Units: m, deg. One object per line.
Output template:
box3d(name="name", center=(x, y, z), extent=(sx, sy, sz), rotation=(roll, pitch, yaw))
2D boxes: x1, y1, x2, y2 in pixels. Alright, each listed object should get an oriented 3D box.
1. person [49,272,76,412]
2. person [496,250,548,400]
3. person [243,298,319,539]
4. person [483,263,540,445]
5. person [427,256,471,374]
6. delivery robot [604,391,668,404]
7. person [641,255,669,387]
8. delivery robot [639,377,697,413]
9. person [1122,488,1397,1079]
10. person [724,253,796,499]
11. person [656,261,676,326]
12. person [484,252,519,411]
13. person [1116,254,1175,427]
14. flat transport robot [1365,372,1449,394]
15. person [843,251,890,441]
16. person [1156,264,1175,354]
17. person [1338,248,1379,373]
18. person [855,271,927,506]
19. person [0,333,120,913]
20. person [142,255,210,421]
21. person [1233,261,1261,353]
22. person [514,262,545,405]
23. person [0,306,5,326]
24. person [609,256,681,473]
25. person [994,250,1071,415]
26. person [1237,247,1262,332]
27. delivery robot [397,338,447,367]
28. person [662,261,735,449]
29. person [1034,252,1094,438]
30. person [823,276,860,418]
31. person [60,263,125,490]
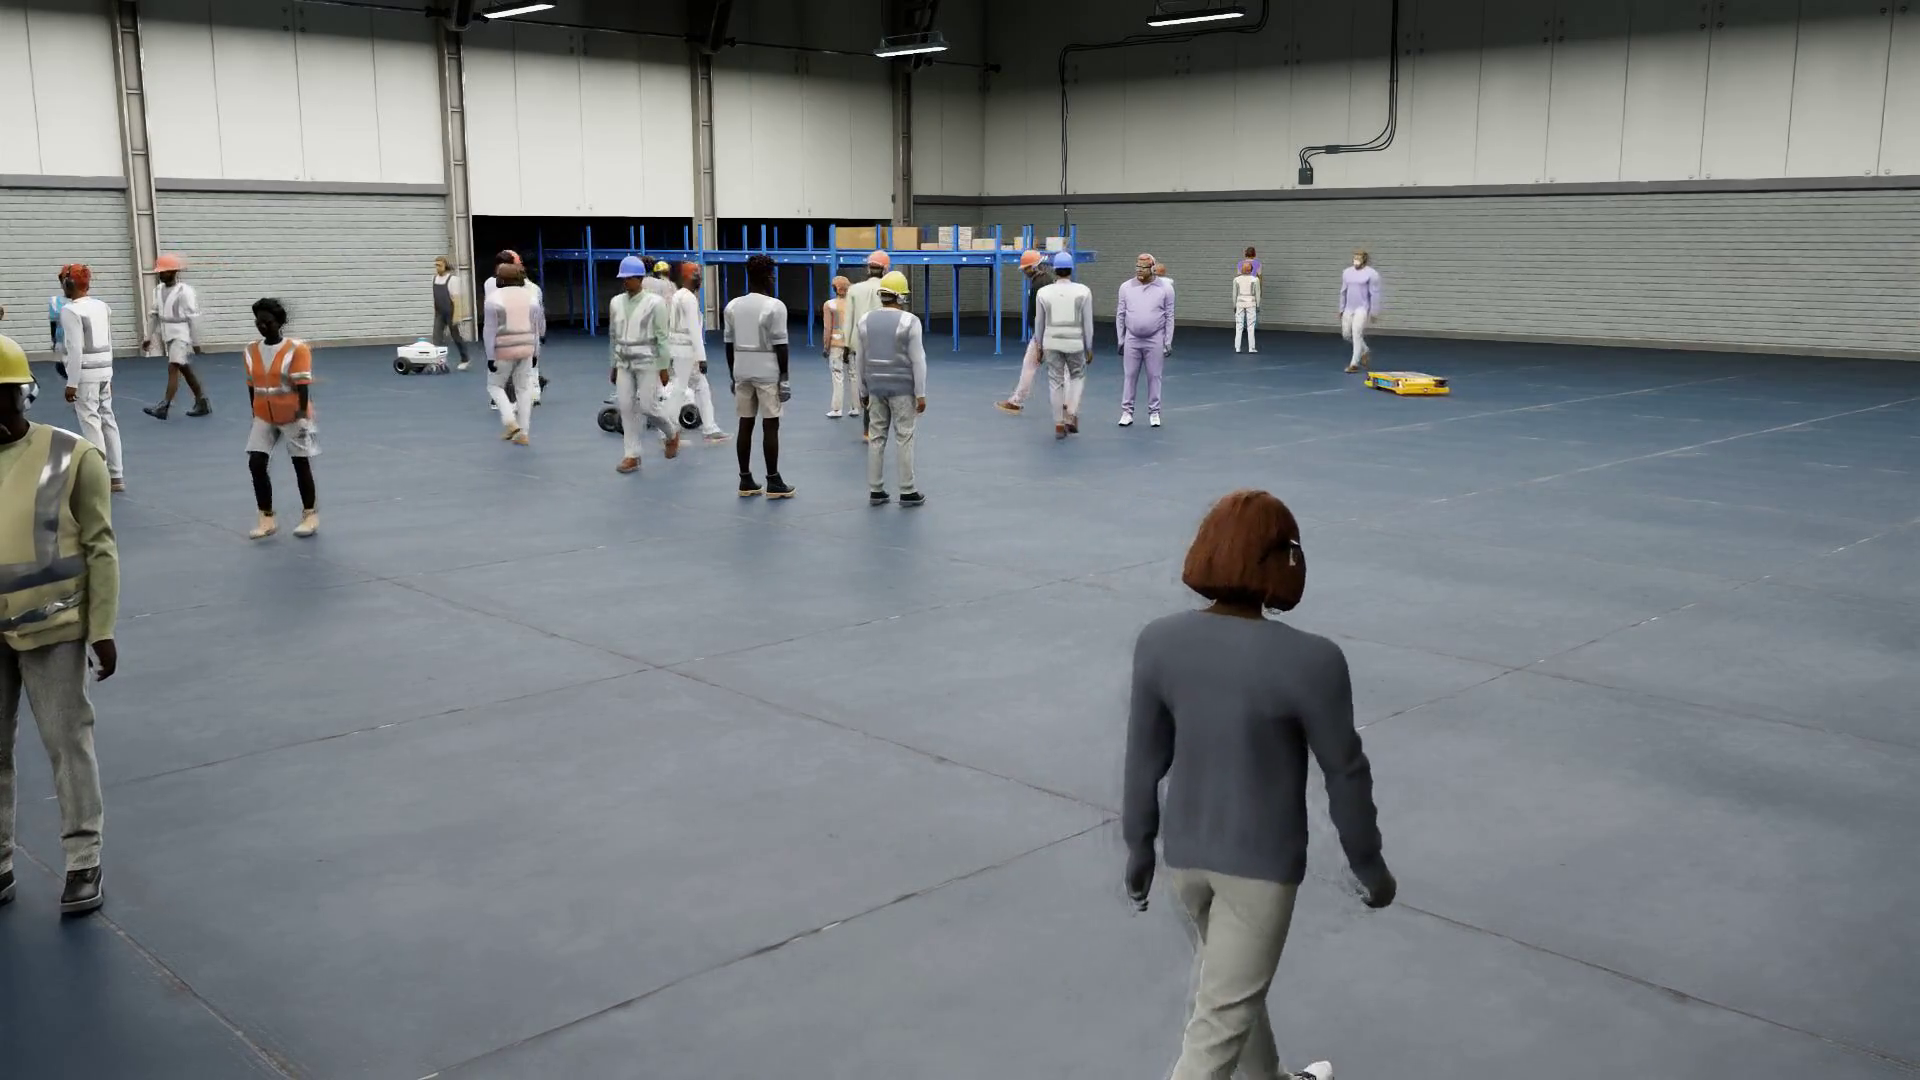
box3d(name="person", center=(-10.668, -2.397, 20.043), extent=(0.552, 1.683, 0.415), rotation=(-1, 10, -3))
box3d(name="person", center=(-5.641, -2.728, 21.211), extent=(0.523, 1.927, 0.560), rotation=(2, 11, 8))
box3d(name="person", center=(-4.752, -0.830, 11.553), extent=(0.548, 1.676, 0.661), rotation=(1, 10, 8))
box3d(name="person", center=(-4.536, -1.879, 16.852), extent=(0.656, 1.830, 0.442), rotation=(-9, 14, -41))
box3d(name="person", center=(-7.959, -3.511, 25.840), extent=(0.528, 1.805, 0.970), rotation=(4, 11, 20))
box3d(name="delivery robot", center=(-3.503, -1.610, 18.014), extent=(0.698, 0.223, 0.335), rotation=(-8, 13, -36))
box3d(name="person", center=(-4.018, -2.784, 21.739), extent=(0.573, 1.844, 0.697), rotation=(1, 10, 7))
box3d(name="delivery robot", center=(-3.206, -1.574, 18.525), extent=(0.707, 0.478, 0.477), rotation=(0, 10, 1))
box3d(name="person", center=(0.613, 0.683, 3.546), extent=(0.875, 1.588, 0.514), rotation=(-10, 14, -43))
box3d(name="person", center=(-1.628, -1.329, 13.478), extent=(0.608, 1.965, 0.369), rotation=(6, 12, 30))
box3d(name="person", center=(-4.610, -3.487, 25.956), extent=(0.949, 1.709, 0.530), rotation=(7, 12, 34))
box3d(name="person", center=(-5.541, -2.535, 20.208), extent=(0.587, 1.912, 0.376), rotation=(8, 13, 37))
box3d(name="person", center=(2.051, -2.217, 18.499), extent=(0.642, 1.905, 0.401), rotation=(2, 11, 13))
box3d(name="flat transport robot", center=(6.106, -2.164, 22.773), extent=(0.652, 0.197, 1.431), rotation=(-1, 10, -6))
box3d(name="person", center=(-0.875, -2.038, 17.404), extent=(0.630, 1.936, 1.004), rotation=(3, 11, 15))
box3d(name="person", center=(3.545, -4.086, 29.558), extent=(0.532, 1.622, 0.730), rotation=(2, 11, 9))
box3d(name="person", center=(6.226, -3.574, 25.849), extent=(0.677, 1.918, 0.635), rotation=(-8, 13, -39))
box3d(name="person", center=(-0.526, -1.191, 13.089), extent=(0.600, 1.829, 0.404), rotation=(5, 11, 25))
box3d(name="person", center=(-2.925, 0.264, 5.153), extent=(0.592, 1.834, 0.404), rotation=(-2, 10, -8))
box3d(name="person", center=(-9.104, -2.336, 19.208), extent=(0.565, 1.880, 1.009), rotation=(5, 12, 26))
box3d(name="person", center=(5.154, -4.183, 29.935), extent=(0.514, 1.639, 0.308), rotation=(5, 11, 25))
box3d(name="person", center=(-5.561, -2.606, 20.992), extent=(0.659, 1.778, 0.984), rotation=(-4, 11, -20))
box3d(name="person", center=(-7.668, -1.071, 13.047), extent=(0.318, 1.614, 0.598), rotation=(7, 13, 35))
box3d(name="person", center=(-2.862, -1.595, 15.045), extent=(0.618, 1.933, 0.650), rotation=(5, 12, 26))
box3d(name="person", center=(0.898, -2.447, 19.661), extent=(1.017, 1.919, 0.716), rotation=(2, 11, 11))
box3d(name="person", center=(6.379, -5.520, 36.648), extent=(0.564, 1.850, 0.390), rotation=(5, 11, 24))
box3d(name="delivery robot", center=(-8.269, -2.869, 25.586), extent=(0.707, 0.478, 0.477), rotation=(2, 11, 12))
box3d(name="person", center=(-2.622, -1.850, 16.639), extent=(0.874, 1.841, 0.647), rotation=(-3, 11, -17))
box3d(name="person", center=(1.095, -2.047, 17.488), extent=(0.632, 1.928, 0.441), rotation=(2, 11, 10))
box3d(name="person", center=(-1.364, -2.245, 19.363), extent=(0.510, 1.640, 0.308), rotation=(-7, 13, -34))
box3d(name="person", center=(-7.148, -1.320, 13.650), extent=(0.337, 1.882, 0.585), rotation=(1, 10, 3))
